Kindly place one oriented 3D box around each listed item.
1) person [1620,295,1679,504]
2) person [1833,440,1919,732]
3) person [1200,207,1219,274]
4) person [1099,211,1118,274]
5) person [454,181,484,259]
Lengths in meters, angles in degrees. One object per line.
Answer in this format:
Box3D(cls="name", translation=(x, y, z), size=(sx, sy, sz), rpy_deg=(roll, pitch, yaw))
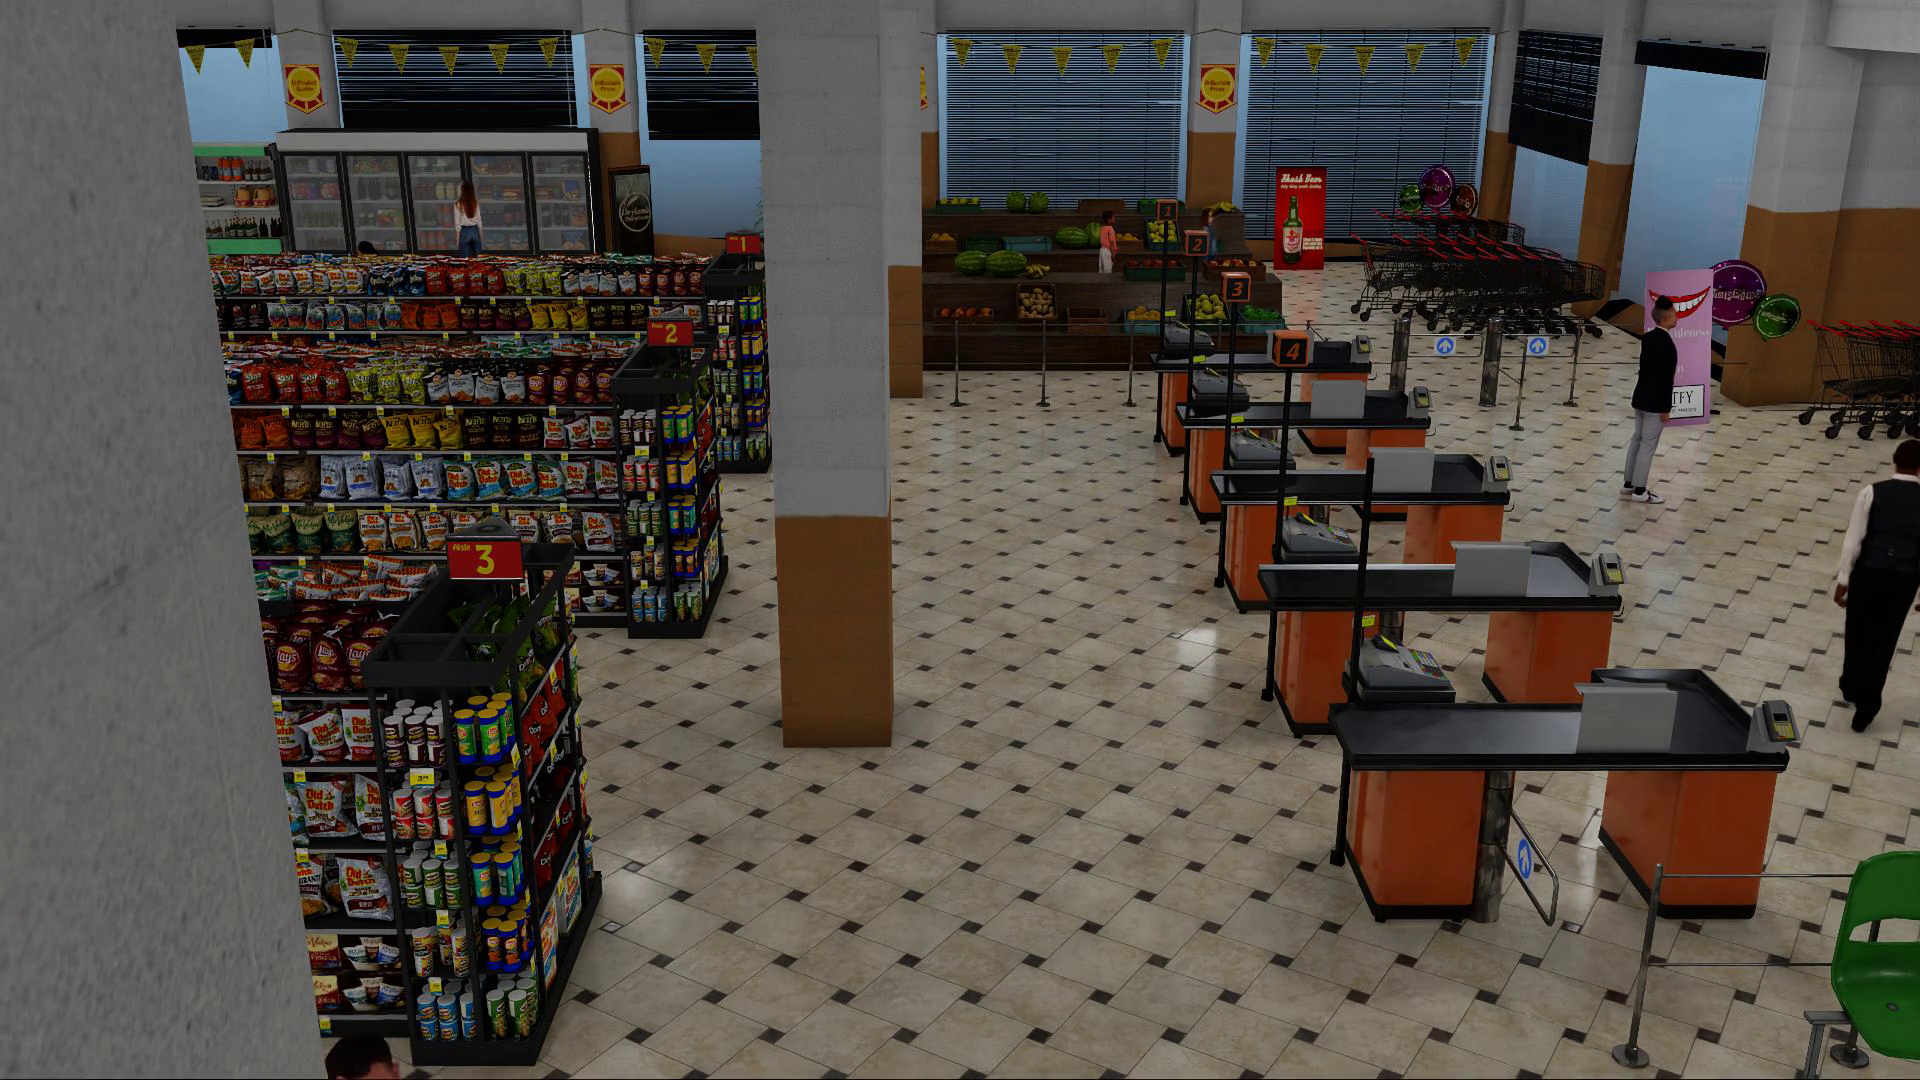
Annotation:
Box3D(cls="person", translation=(6.468, -1.332, 15.544), size=(0.552, 1.950, 0.700), rpy_deg=(0, 19, 0))
Box3D(cls="person", translation=(5.957, 0.318, 10.740), size=(1.079, 1.893, 1.078), rpy_deg=(11, 21, 29))
Box3D(cls="person", translation=(3.743, -4.262, 24.984), size=(0.662, 1.470, 0.670), rpy_deg=(4, 19, 12))
Box3D(cls="person", translation=(2.277, -4.450, 25.793), size=(0.570, 1.310, 0.558), rpy_deg=(-8, 20, -23))
Box3D(cls="person", translation=(-7.672, -4.747, 26.021), size=(0.618, 1.727, 0.719), rpy_deg=(-12, 22, -31))
